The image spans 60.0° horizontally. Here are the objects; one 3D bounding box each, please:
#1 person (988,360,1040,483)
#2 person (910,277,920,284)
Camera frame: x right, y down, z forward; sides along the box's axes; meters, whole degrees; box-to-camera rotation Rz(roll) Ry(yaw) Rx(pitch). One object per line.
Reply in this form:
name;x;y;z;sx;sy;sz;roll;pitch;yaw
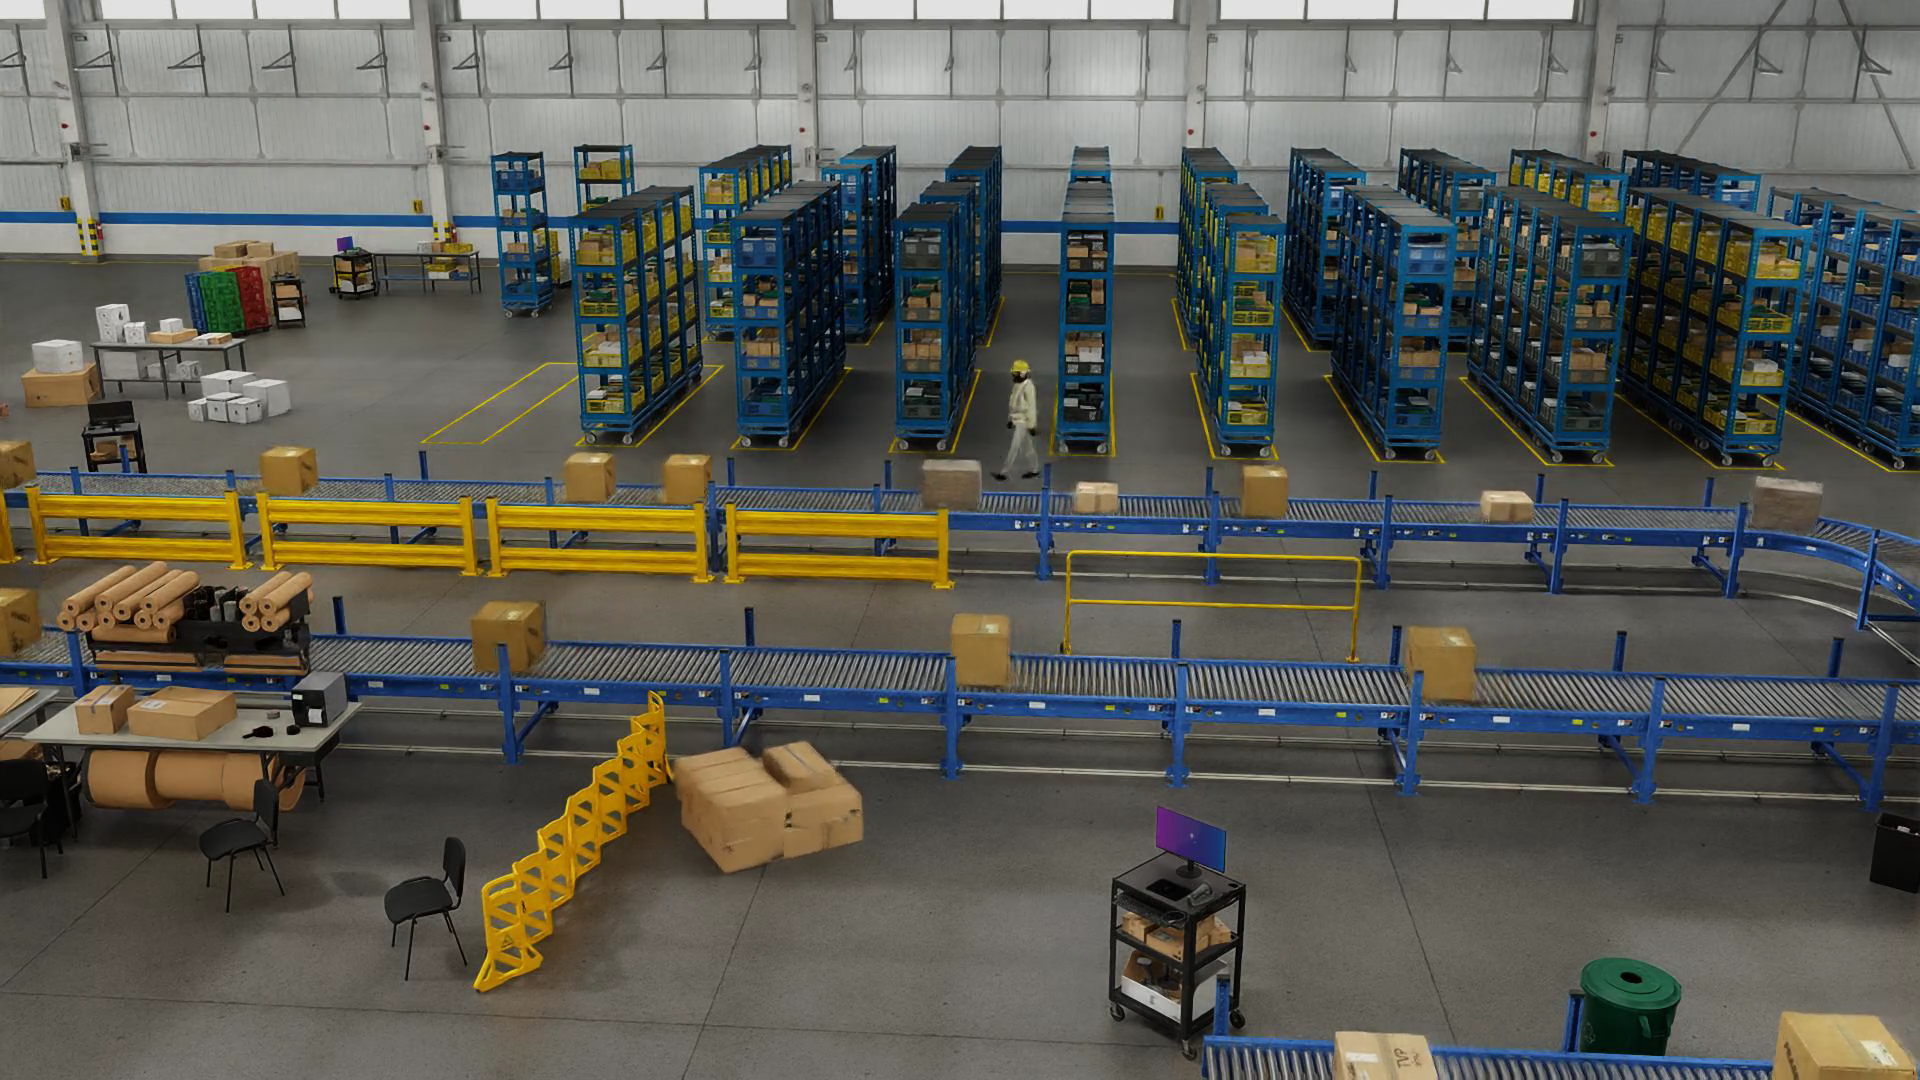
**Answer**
person;0.796;-1.719;24.081;0.897;1.789;0.619;-4;18;-13
person;-0.893;-6.230;38.370;0.586;1.800;0.909;0;17;-1
